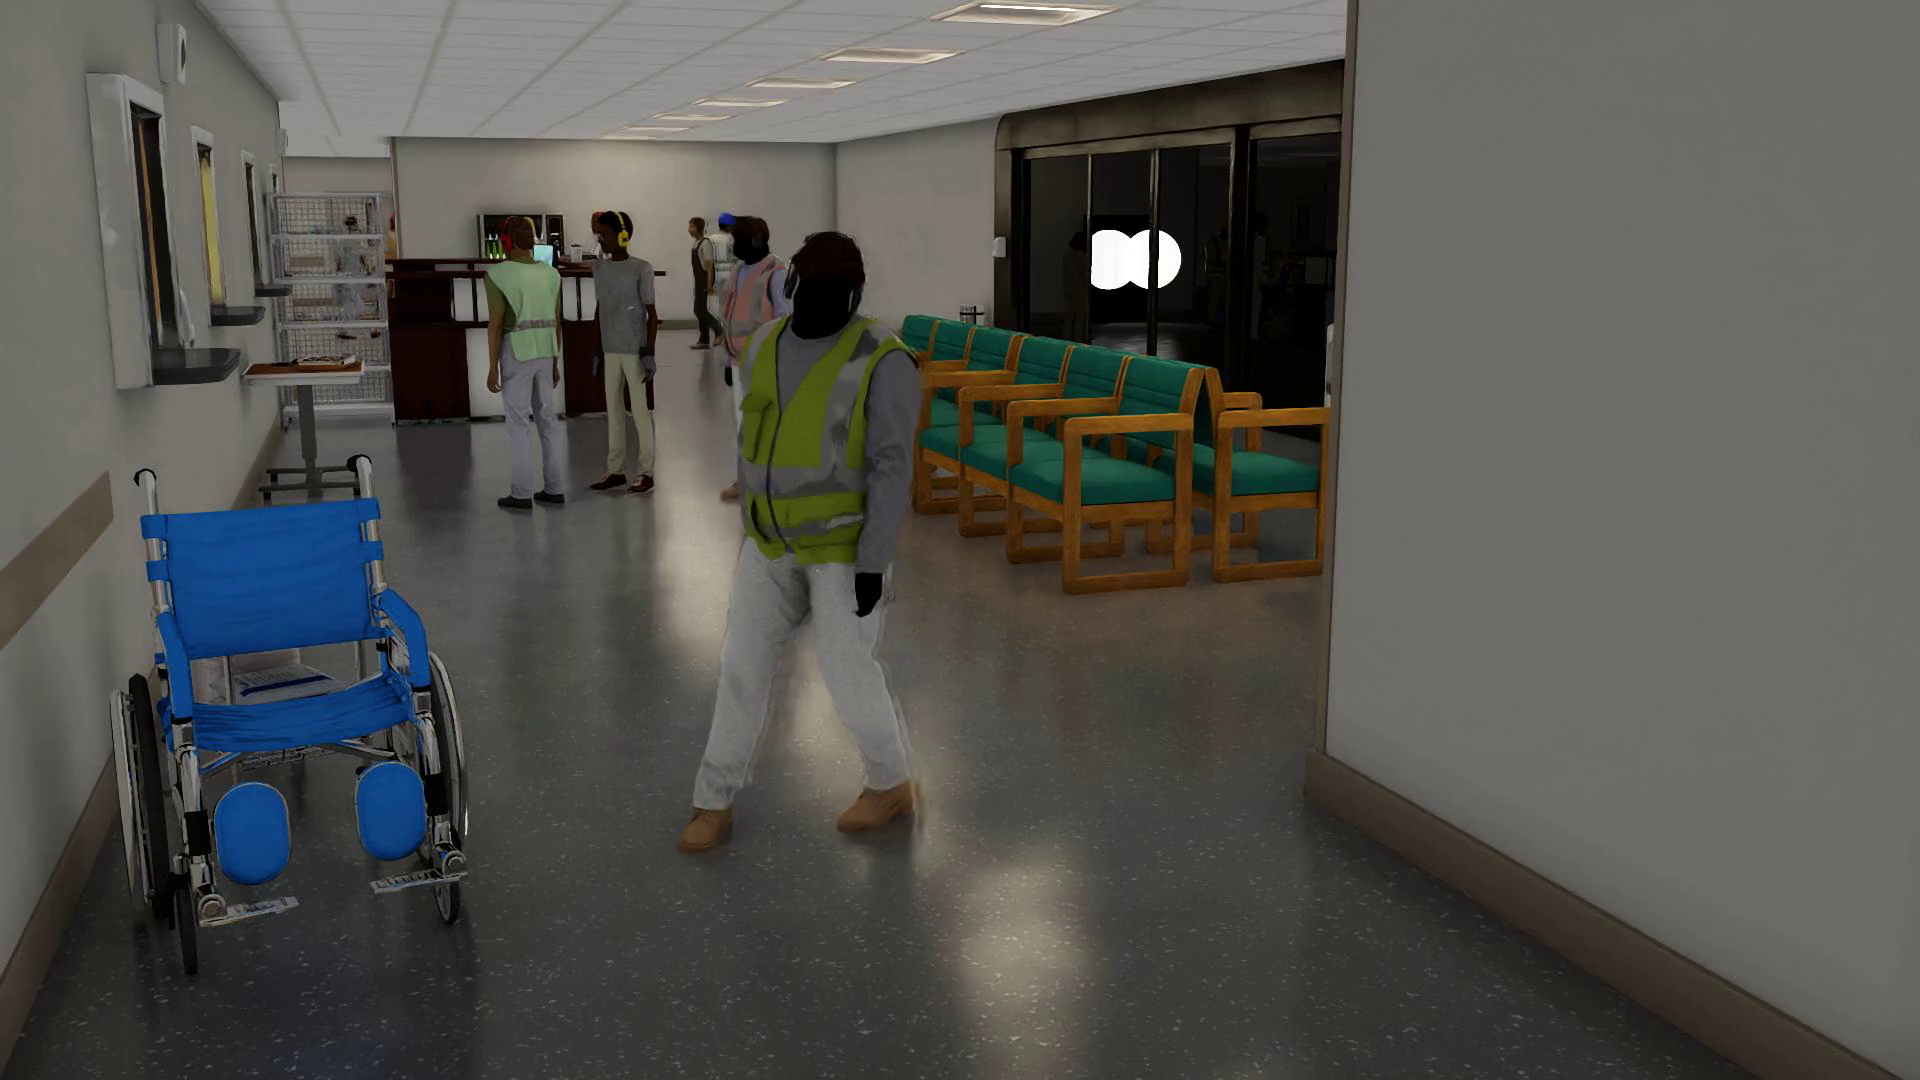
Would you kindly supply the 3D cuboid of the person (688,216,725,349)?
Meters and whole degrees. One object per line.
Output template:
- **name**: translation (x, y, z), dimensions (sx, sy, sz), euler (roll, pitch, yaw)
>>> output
- **person**: translation (-3.531, -3.536, 22.939), dimensions (0.443, 1.828, 0.512), euler (-4, 12, -21)

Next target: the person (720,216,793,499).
- **person**: translation (-1.293, -1.142, 10.674), dimensions (0.431, 1.833, 0.644), euler (-9, 14, -39)

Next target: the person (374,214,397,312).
- **person**: translation (-10.734, -5.213, 31.408), dimensions (0.424, 1.876, 0.631), euler (10, 15, 41)

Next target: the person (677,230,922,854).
- **person**: translation (-0.428, 0.014, 4.840), dimensions (0.661, 1.798, 0.676), euler (8, 13, 34)

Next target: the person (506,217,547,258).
- **person**: translation (-5.770, -3.400, 22.260), dimensions (0.595, 1.825, 0.404), euler (-3, 11, -16)

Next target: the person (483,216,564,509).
- **person**: translation (-2.724, -1.114, 10.504), dimensions (0.388, 1.837, 0.560), euler (7, 13, 33)

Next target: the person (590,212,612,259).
- **person**: translation (-4.421, -3.112, 20.617), dimensions (0.353, 1.883, 0.578), euler (-7, 13, -33)

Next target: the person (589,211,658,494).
- **person**: translation (-2.235, -1.236, 11.046), dimensions (0.515, 1.866, 0.333), euler (6, 12, 27)

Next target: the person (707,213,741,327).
- **person**: translation (-3.575, -4.011, 25.242), dimensions (0.632, 1.891, 0.946), euler (4, 12, 18)

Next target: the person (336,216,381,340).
- **person**: translation (-8.904, -3.867, 24.673), dimensions (0.965, 1.819, 0.505), euler (2, 11, 10)
